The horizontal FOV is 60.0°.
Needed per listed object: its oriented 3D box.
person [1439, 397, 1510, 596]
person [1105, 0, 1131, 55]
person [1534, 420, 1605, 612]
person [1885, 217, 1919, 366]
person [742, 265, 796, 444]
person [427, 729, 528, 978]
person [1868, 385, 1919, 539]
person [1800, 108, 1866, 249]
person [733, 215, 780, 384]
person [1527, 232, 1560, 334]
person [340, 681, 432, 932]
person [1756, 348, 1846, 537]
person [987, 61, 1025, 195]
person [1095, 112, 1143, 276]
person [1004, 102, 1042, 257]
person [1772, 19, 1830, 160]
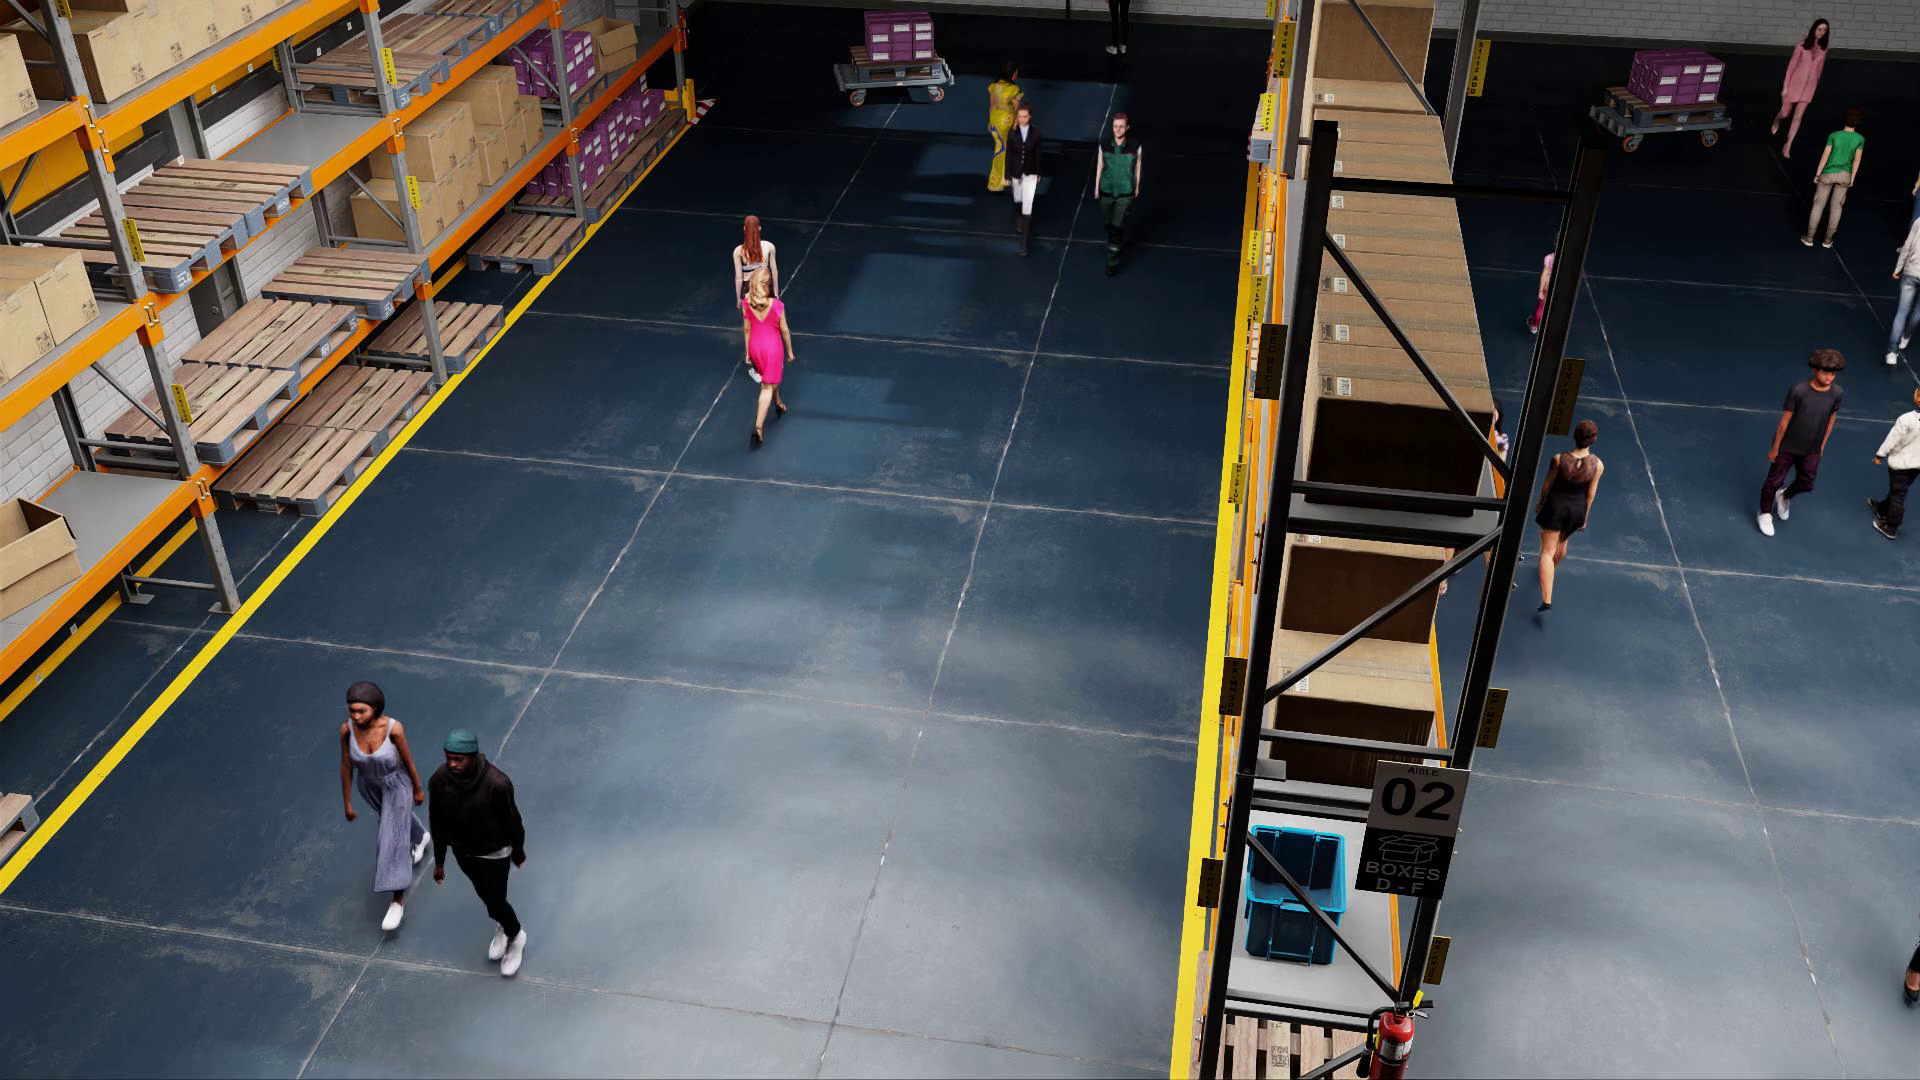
[{"bbox_3d":[4.205,-0.445,13.636,0.641,1.707,0.978,9,35,13],"label":"person"},{"bbox_3d":[2.440,-8.354,25.502,0.668,1.742,0.678,-11,35,-17],"label":"person"},{"bbox_3d":[4.821,-0.182,13.294,0.617,1.646,1.075,4,34,5],"label":"person"},{"bbox_3d":[9.699,-2.619,16.811,0.966,1.812,1.309,18,38,25],"label":"person"},{"bbox_3d":[-1.840,-1.699,15.545,0.683,1.681,1.076,10,35,15],"label":"person"},{"bbox_3d":[-2.880,1.813,10.154,0.679,1.800,0.673,8,34,12],"label":"person"},{"bbox_3d":[8.142,-0.658,14.195,0.773,1.441,0.870,-7,34,-10],"label":"person"},{"bbox_3d":[10.201,-4.223,19.370,0.602,1.651,0.557,10,35,15],"label":"person"},{"bbox_3d":[-2.013,-2.404,16.550,0.659,1.742,0.655,-10,35,-15],"label":"person"},{"bbox_3d":[6.185,-2.573,17.256,0.572,1.244,0.899,1,34,2],"label":"person"},{"bbox_3d":[-3.647,1.564,10.669,0.652,1.644,1.144,3,34,5],"label":"person"},{"bbox_3d":[7.169,-0.885,14.237,0.646,1.772,0.711,4,34,6],"label":"person"},{"bbox_3d":[0.497,-5.117,20.737,1.274,1.626,1.176,-27,42,-34],"label":"person"},{"bbox_3d":[1.793,-3.975,18.854,0.714,1.809,1.149,10,35,14],"label":"person"},{"bbox_3d":[0.728,-4.247,19.380,0.620,1.679,1.212,3,34,5],"label":"person"},{"bbox_3d":[11.024,-5.972,21.880,0.638,1.784,0.958,3,34,5],"label":"person"}]
